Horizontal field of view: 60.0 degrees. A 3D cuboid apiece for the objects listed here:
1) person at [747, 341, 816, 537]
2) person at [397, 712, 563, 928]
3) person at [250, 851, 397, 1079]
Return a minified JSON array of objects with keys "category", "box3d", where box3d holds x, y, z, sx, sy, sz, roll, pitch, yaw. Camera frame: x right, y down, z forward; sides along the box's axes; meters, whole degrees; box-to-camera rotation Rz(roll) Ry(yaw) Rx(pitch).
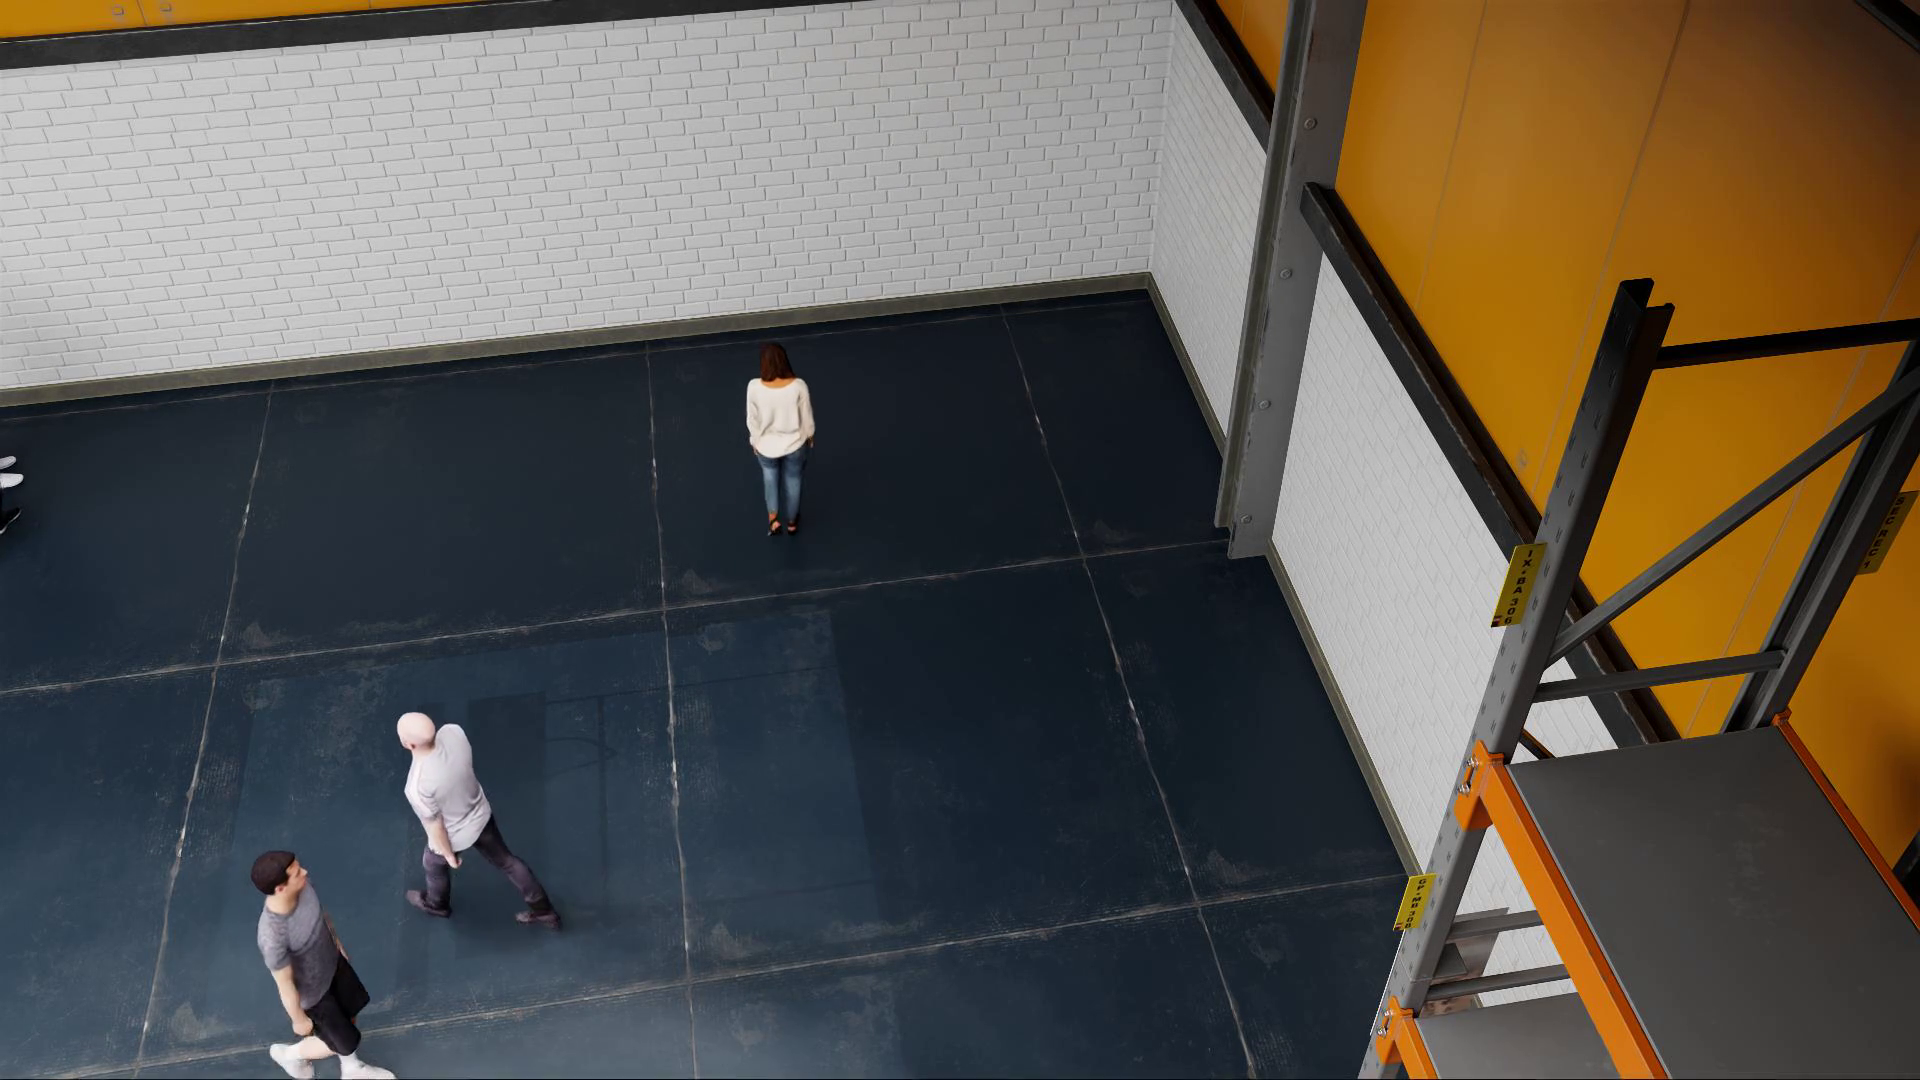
[{"category":"person","box3d":[-1.238,-0.624,11.556,0.694,1.671,0.741,2,44,2]},{"category":"person","box3d":[-2.673,1.590,9.139,1.136,1.799,1.225,15,46,15]},{"category":"person","box3d":[-3.376,2.220,8.437,0.885,1.855,0.873,4,44,5]}]
